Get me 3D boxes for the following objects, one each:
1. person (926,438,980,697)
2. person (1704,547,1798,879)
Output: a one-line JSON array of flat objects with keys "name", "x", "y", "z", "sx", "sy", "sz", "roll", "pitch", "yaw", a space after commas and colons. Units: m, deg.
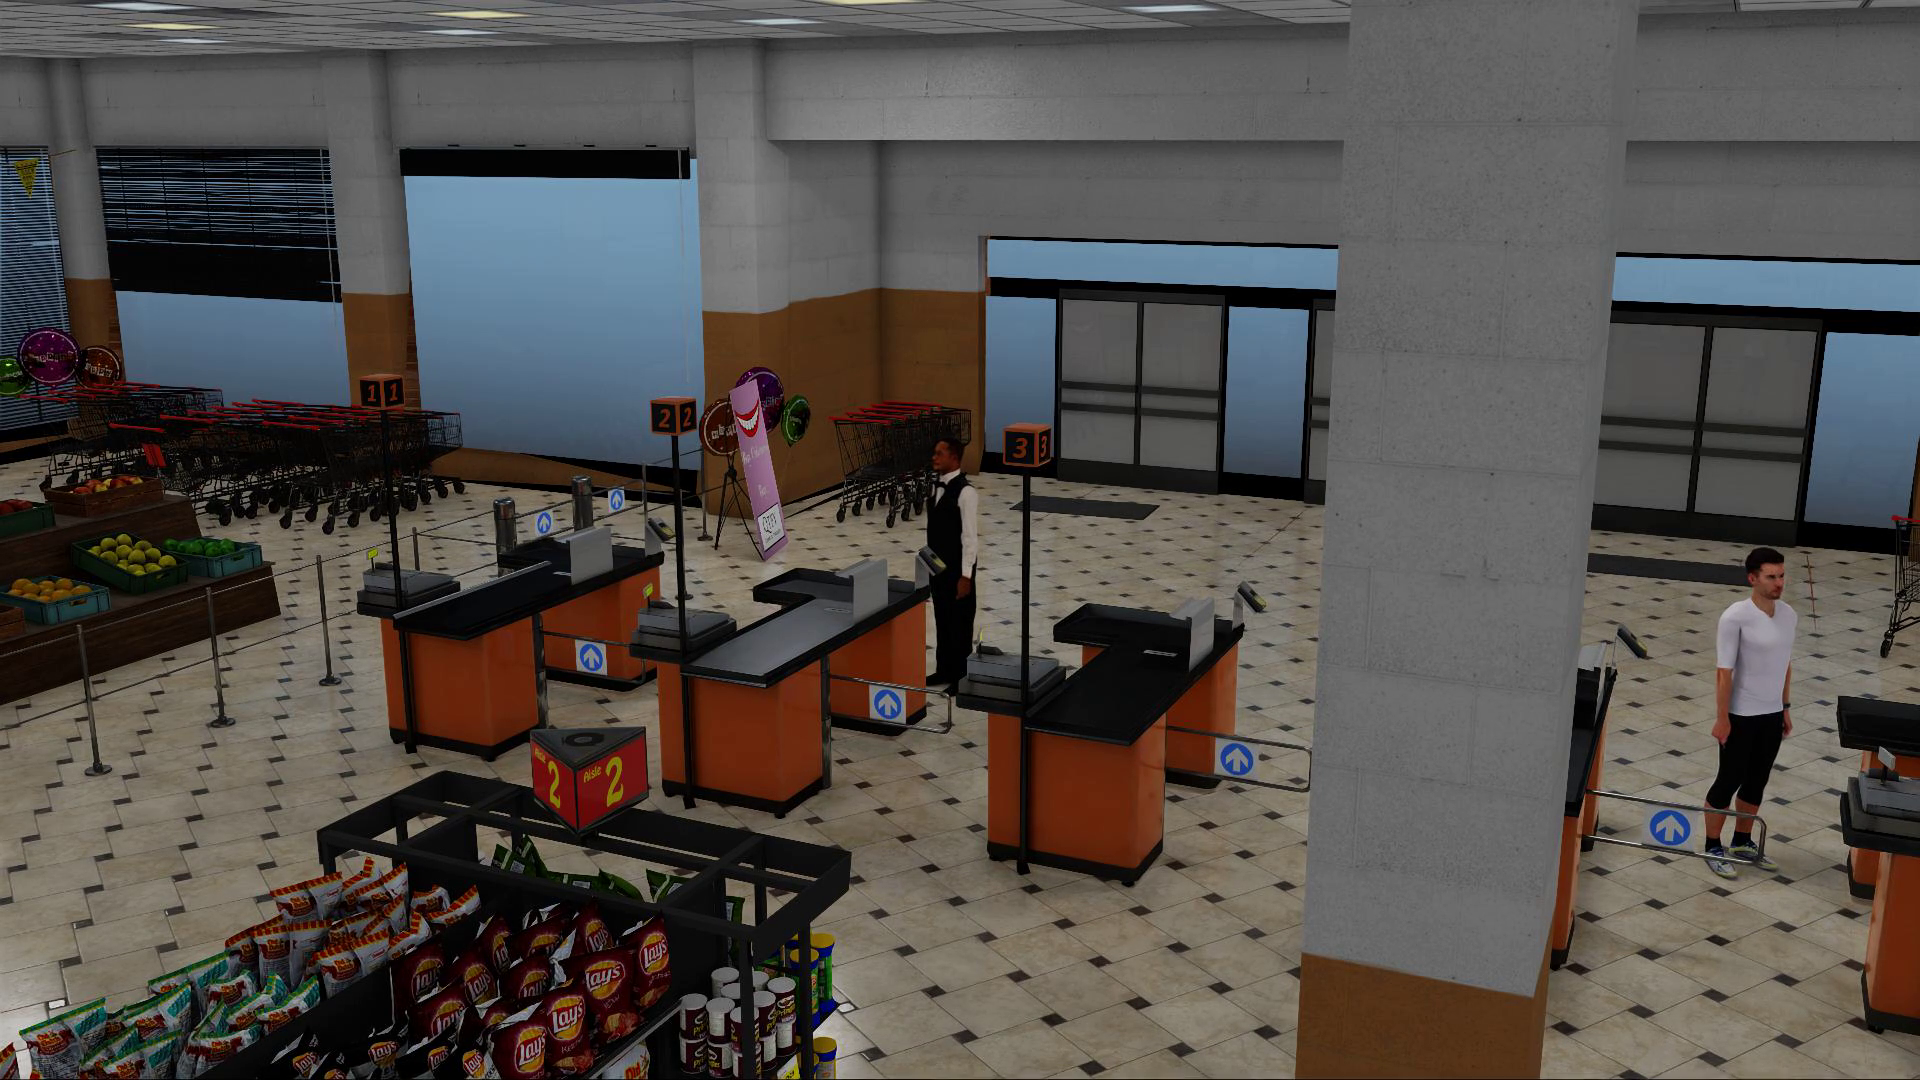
[{"name": "person", "x": -0.049, "y": 0.185, "z": 12.269, "sx": 0.802, "sy": 1.918, "sz": 0.784, "roll": -8, "pitch": 16, "yaw": -29}, {"name": "person", "x": 4.416, "y": 0.943, "z": 9.284, "sx": 0.743, "sy": 1.851, "sz": 0.802, "roll": -5, "pitch": 14, "yaw": -19}]
